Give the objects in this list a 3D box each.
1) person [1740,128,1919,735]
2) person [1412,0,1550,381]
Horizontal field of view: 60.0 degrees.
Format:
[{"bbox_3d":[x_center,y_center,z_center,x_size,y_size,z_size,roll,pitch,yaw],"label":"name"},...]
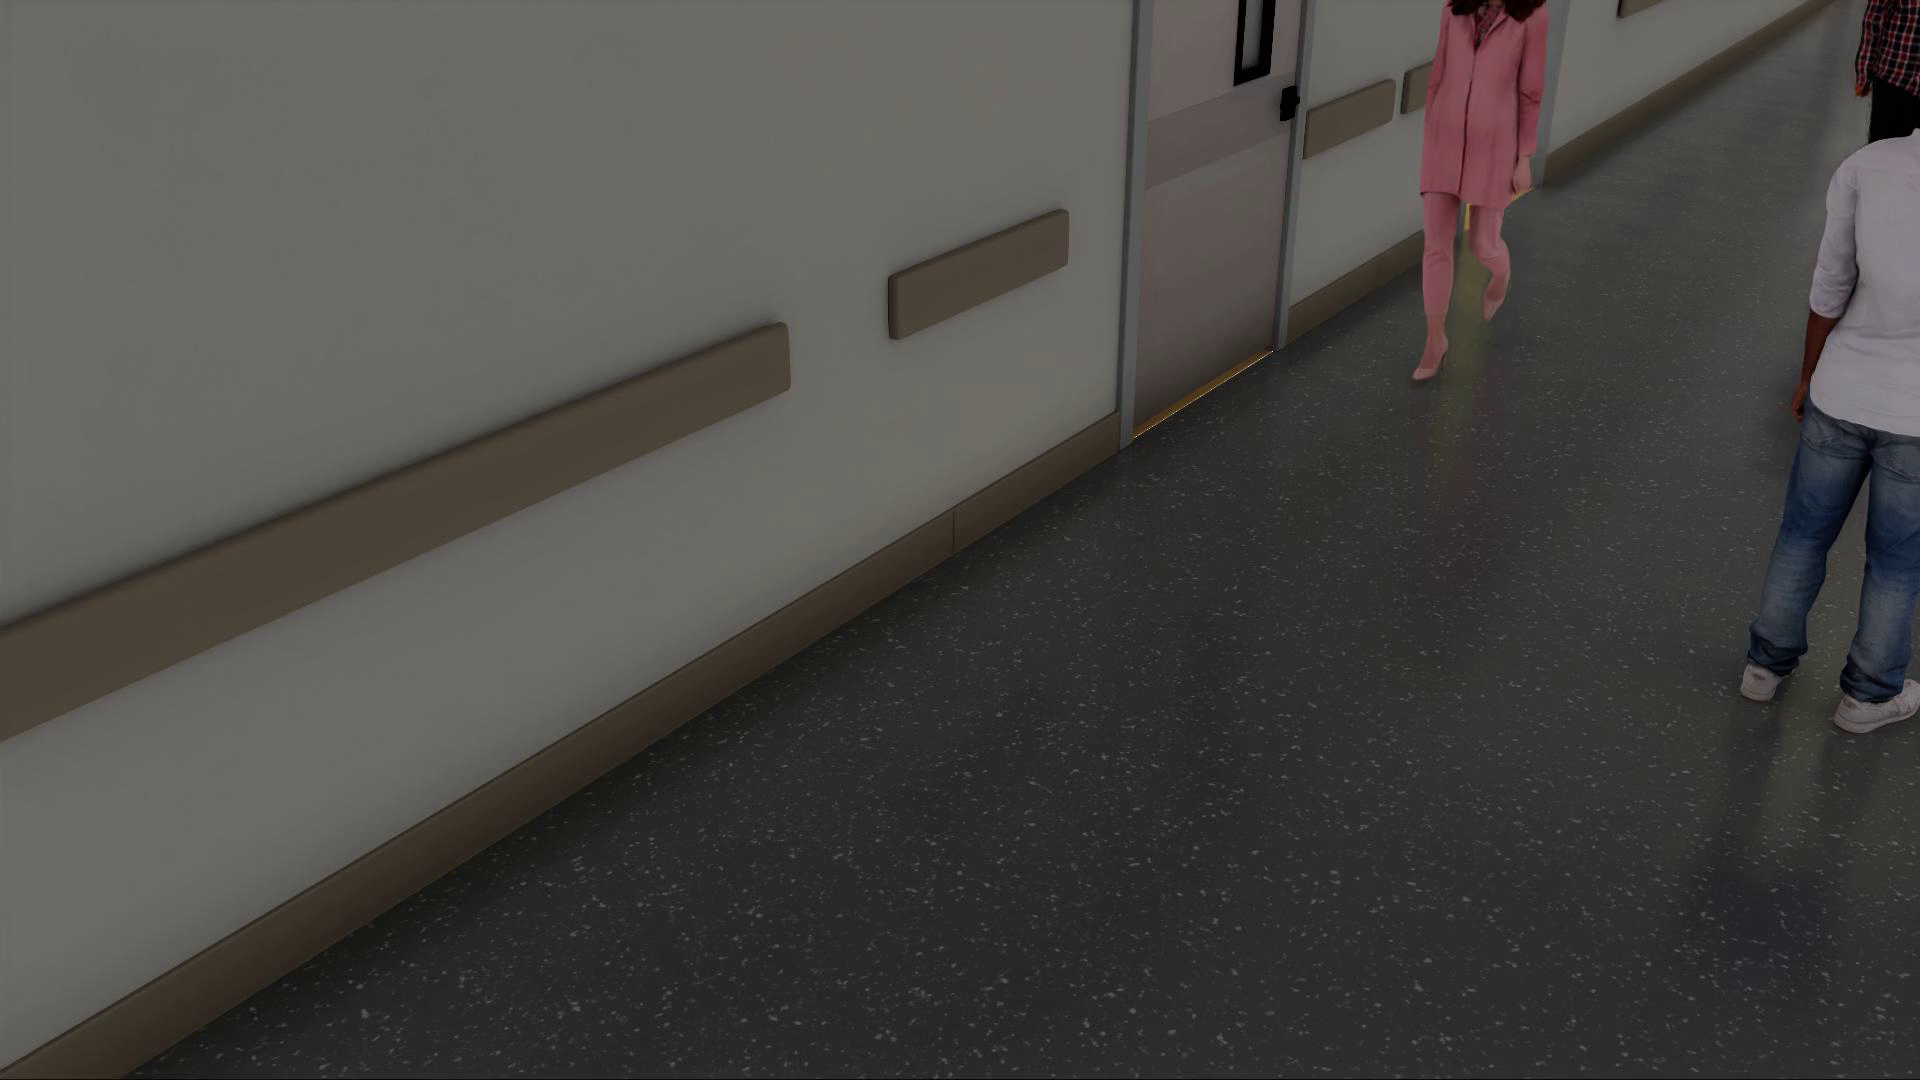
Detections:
[{"bbox_3d":[2.322,-0.387,4.146,0.750,1.816,0.591,-21,33,-37],"label":"person"},{"bbox_3d":[2.065,-1.537,6.570,0.944,1.781,0.681,18,31,32],"label":"person"}]
